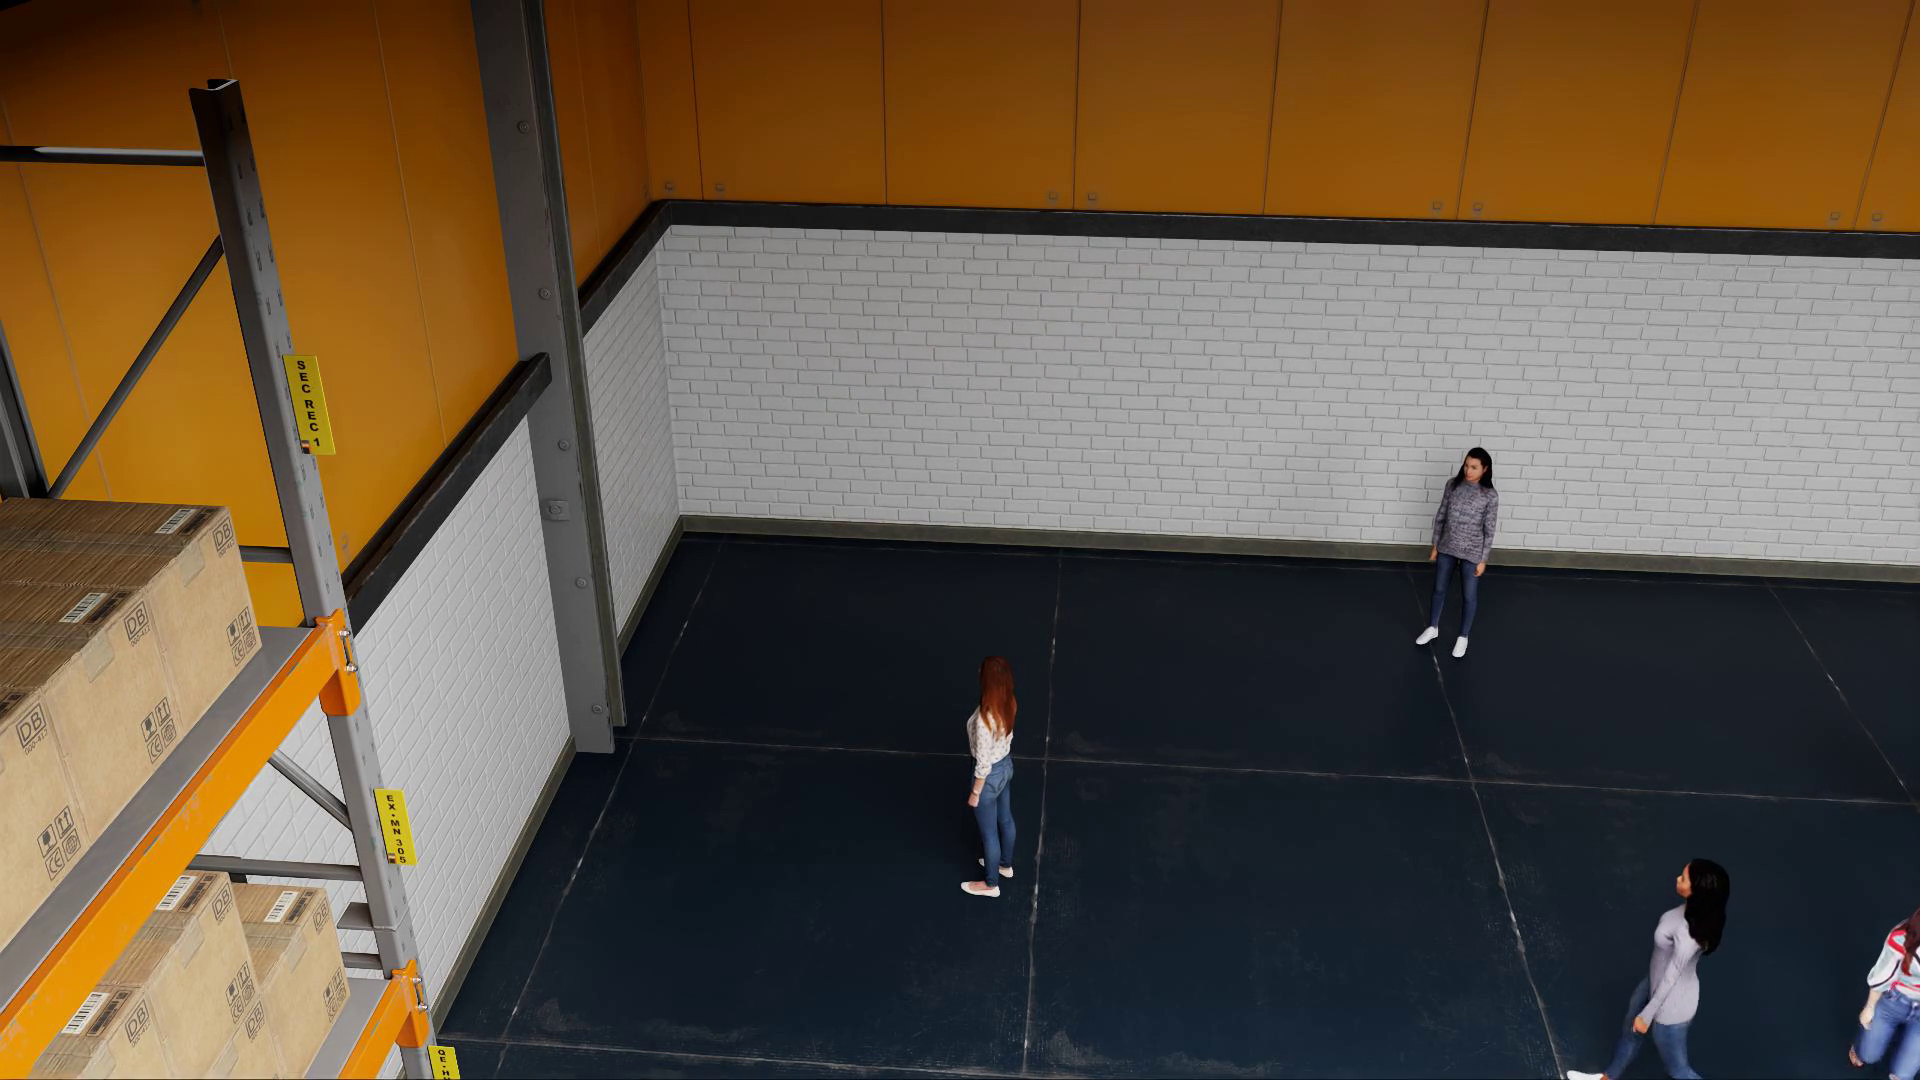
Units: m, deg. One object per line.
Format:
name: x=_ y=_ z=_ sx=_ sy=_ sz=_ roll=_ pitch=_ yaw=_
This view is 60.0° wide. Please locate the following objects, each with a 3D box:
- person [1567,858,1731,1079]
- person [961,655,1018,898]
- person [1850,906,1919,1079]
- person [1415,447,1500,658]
person: x=3.765 y=2.423 z=8.579 sx=1.017 sy=1.706 sz=1.162 roll=16 pitch=32 yaw=26
person: x=0.207 y=1.456 z=10.327 sx=0.702 sy=1.729 sz=0.567 roll=14 pitch=31 yaw=23
person: x=4.941 y=2.412 z=8.708 sx=0.782 sy=1.599 sz=0.973 roll=12 pitch=31 yaw=21
person: x=3.885 y=0.070 z=12.863 sx=0.687 sy=1.733 sz=0.699 roll=20 pitch=34 yaw=32
